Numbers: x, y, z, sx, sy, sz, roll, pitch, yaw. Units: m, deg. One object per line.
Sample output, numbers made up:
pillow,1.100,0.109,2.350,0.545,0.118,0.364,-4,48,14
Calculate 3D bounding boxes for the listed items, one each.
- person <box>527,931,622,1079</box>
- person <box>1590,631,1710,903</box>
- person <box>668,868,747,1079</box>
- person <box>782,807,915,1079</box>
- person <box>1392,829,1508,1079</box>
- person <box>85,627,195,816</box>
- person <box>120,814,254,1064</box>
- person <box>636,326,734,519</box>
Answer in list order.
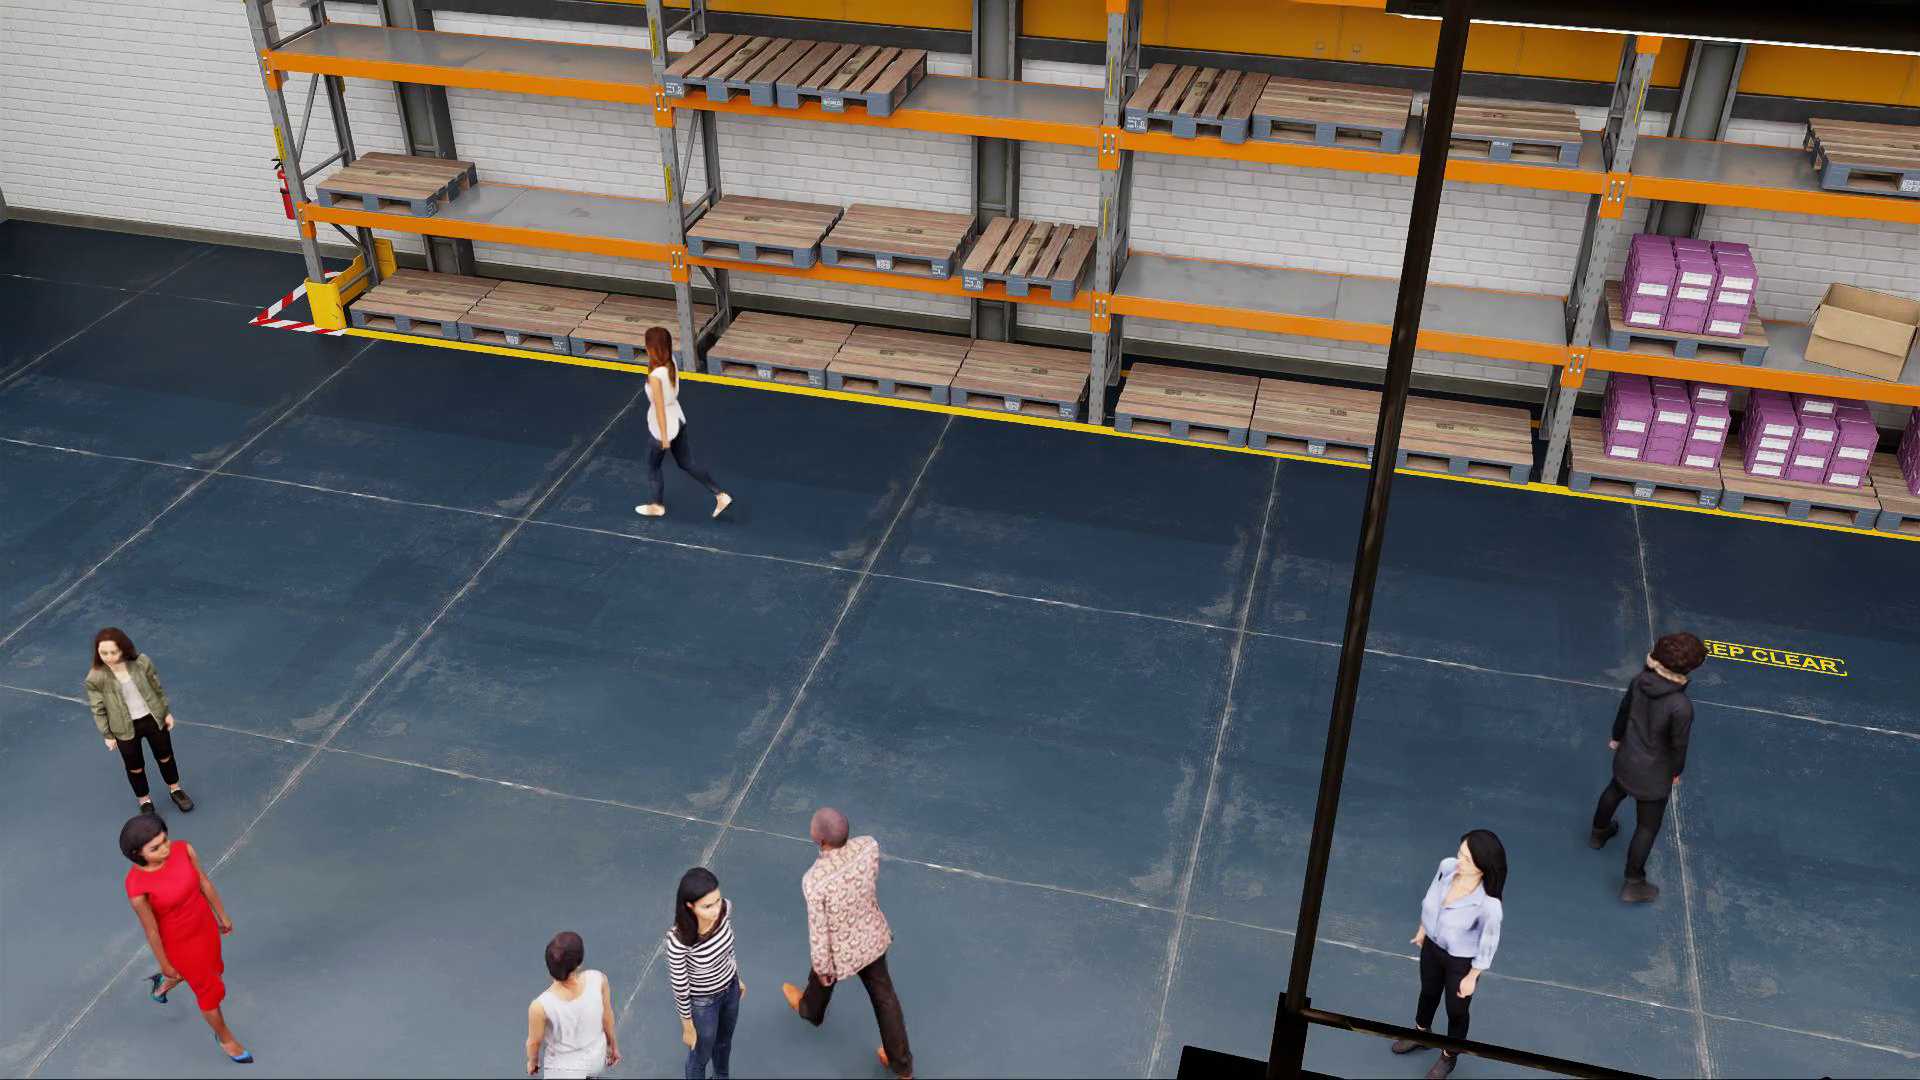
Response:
person,-1.857,2.619,8.277,0.931,1.612,0.796,25,41,32
person,4.147,1.320,10.102,0.945,1.756,0.915,-14,36,-20
person,-1.279,2.352,8.514,0.619,1.794,0.656,20,38,27
person,-0.524,2.182,8.802,1.124,1.758,1.296,-25,41,-32
person,2.610,2.197,8.793,0.769,1.743,0.728,-15,36,-21
person,-5.236,1.164,10.590,0.650,1.475,0.683,-23,40,-31
person,-4.209,2.110,8.938,0.952,1.728,0.632,12,35,17
person,-2.269,-0.906,13.453,1.040,1.752,0.566,9,35,13
